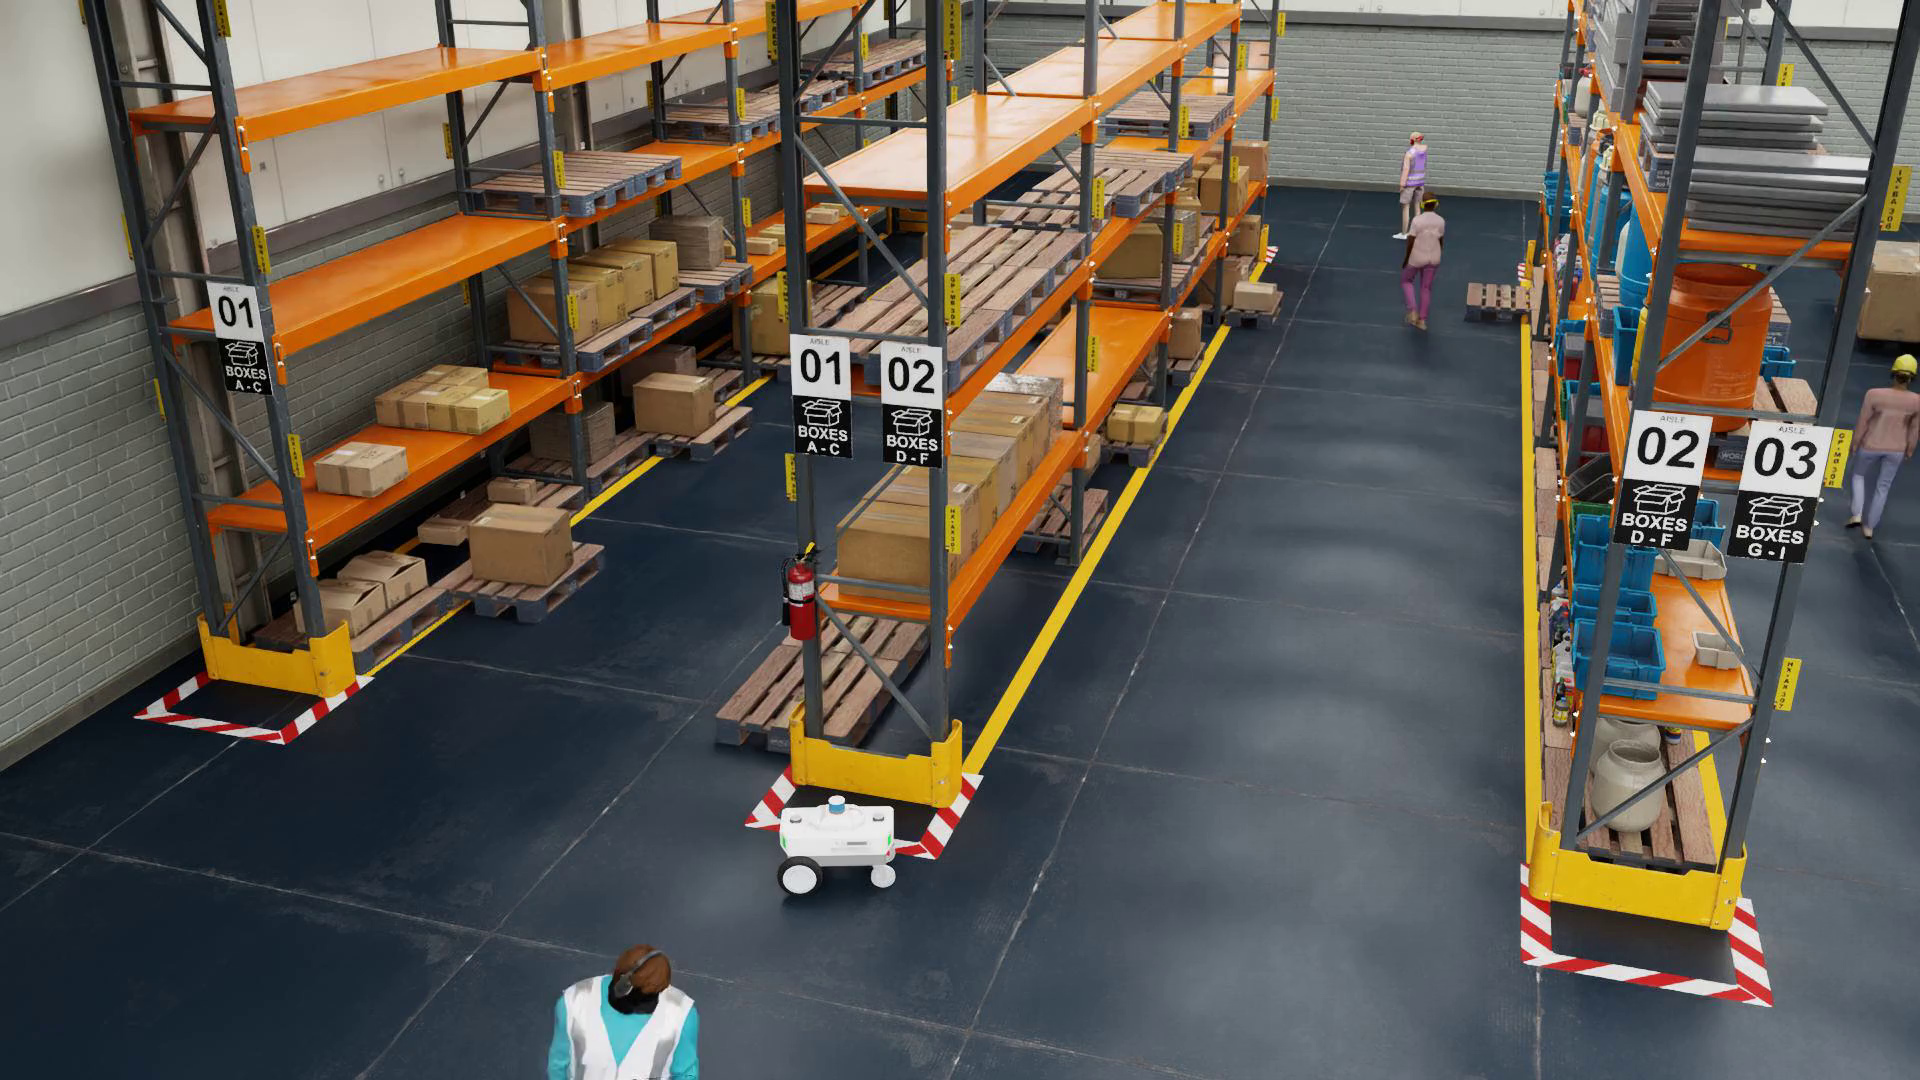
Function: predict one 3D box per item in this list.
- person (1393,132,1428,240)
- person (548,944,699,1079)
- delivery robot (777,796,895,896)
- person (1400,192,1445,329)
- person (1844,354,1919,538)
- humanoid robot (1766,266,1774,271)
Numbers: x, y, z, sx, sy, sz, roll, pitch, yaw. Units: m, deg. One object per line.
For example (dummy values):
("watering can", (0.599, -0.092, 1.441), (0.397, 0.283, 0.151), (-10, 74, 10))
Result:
("person", (7.181, -5.619, 26.413), (0.492, 1.688, 0.348), (-14, 27, -29))
("person", (-1.505, 2.539, 7.359), (0.727, 1.808, 0.433), (0, 23, 1))
("delivery robot", (-0.800, 1.895, 10.441), (0.791, 0.614, 0.499), (-1, 23, -2))
("person", (6.016, -3.656, 21.728), (0.526, 1.786, 0.433), (-3, 23, -7))
("person", (8.486, -0.858, 15.282), (0.538, 1.753, 0.376), (9, 25, 20))
("humanoid robot", (11.763, -4.699, 24.308), (0.588, 1.642, 0.533), (-20, 30, -38))
